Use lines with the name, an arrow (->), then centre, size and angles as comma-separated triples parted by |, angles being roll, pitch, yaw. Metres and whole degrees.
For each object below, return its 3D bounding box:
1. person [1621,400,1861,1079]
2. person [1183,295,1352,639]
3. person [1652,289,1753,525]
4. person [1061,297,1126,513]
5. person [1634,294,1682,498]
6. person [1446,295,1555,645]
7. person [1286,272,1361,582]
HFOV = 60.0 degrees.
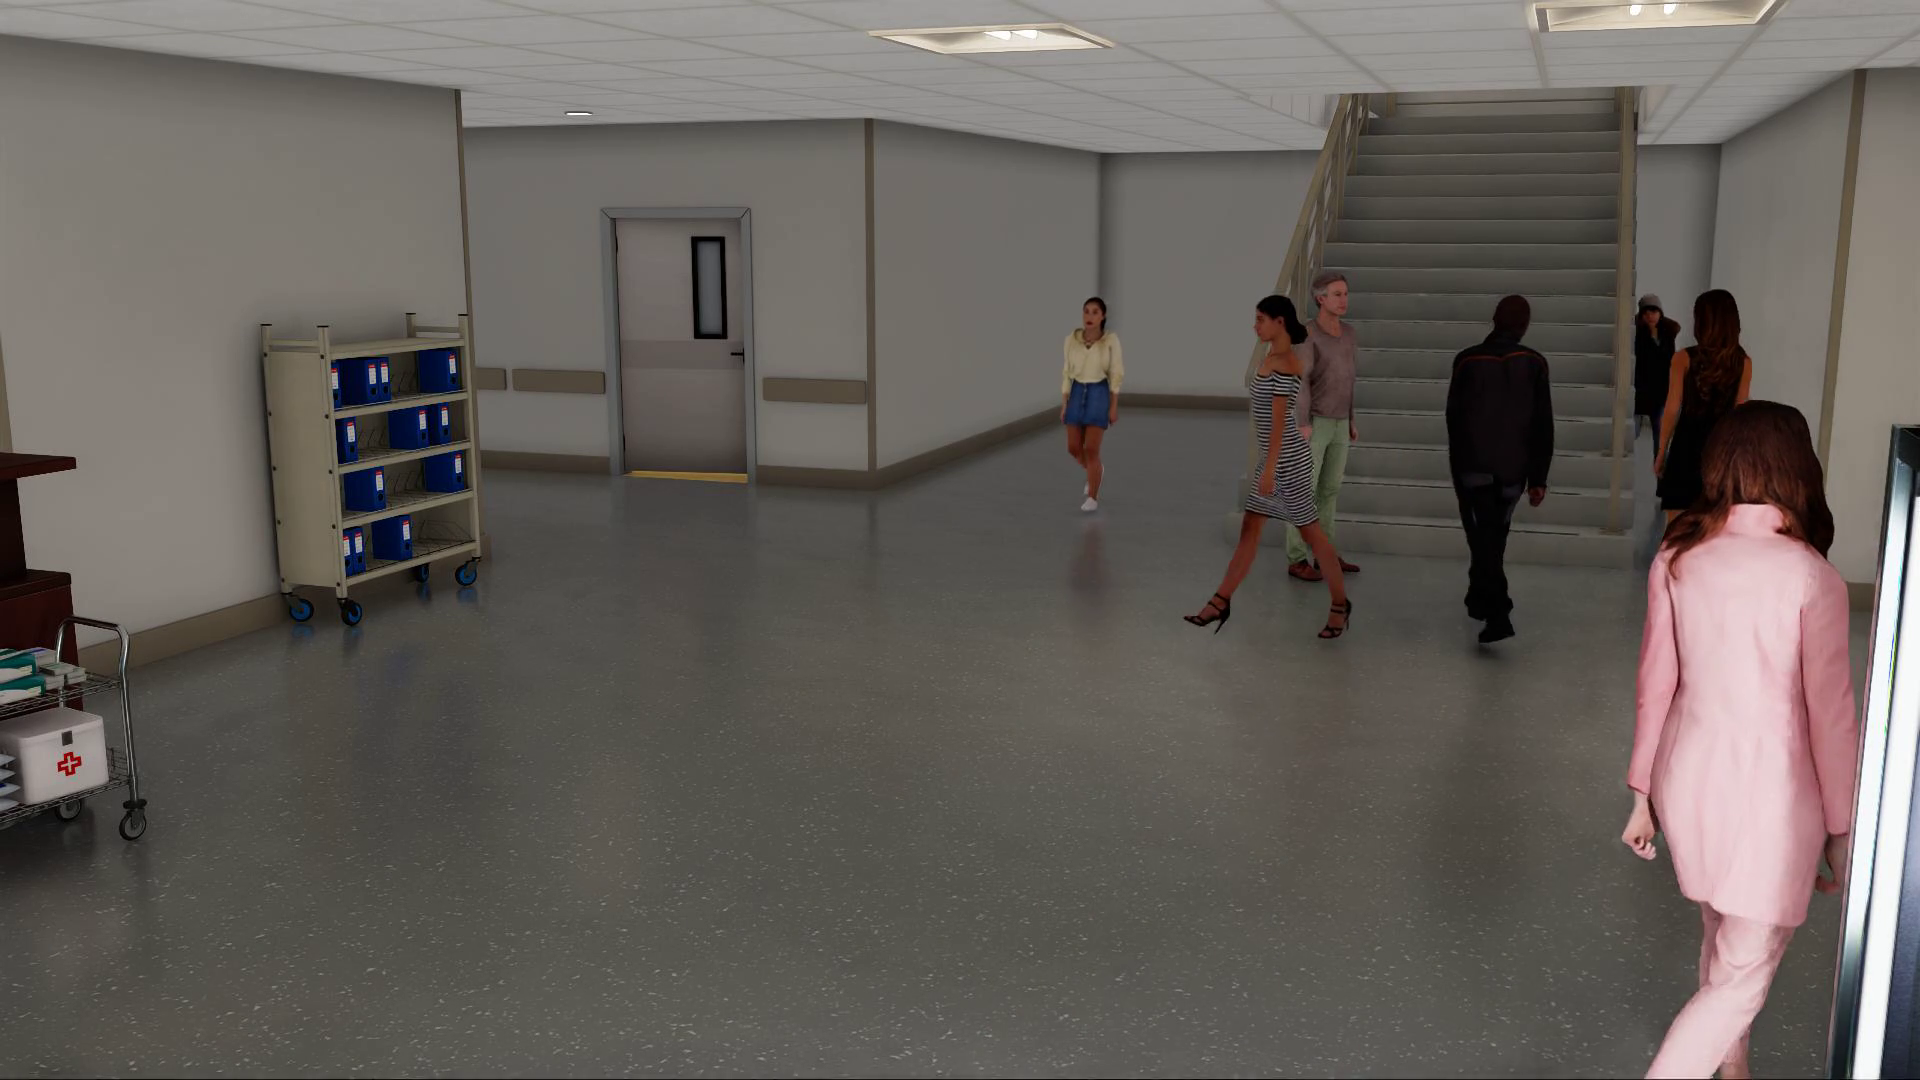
person -> 1.616, 0.622, 3.546 | 1.187, 1.770, 1.013 | -8, 13, -35
person -> 1.756, -0.325, 8.548 | 1.052, 1.767, 1.159 | -1, 11, -5
person -> 3.804, -0.335, 8.476 | 0.789, 1.813, 1.062 | 0, 11, 1
person -> 1.017, -1.029, 12.656 | 0.680, 1.617, 0.792 | 5, 12, 25
person -> 5.450, -1.145, 13.328 | 0.958, 1.596, 1.139 | -2, 11, -10
person -> 2.740, -0.334, 8.553 | 0.896, 1.782, 1.308 | 1, 11, 6
person -> 2.248, -0.715, 10.313 | 0.724, 1.875, 0.830 | -9, 14, -38
